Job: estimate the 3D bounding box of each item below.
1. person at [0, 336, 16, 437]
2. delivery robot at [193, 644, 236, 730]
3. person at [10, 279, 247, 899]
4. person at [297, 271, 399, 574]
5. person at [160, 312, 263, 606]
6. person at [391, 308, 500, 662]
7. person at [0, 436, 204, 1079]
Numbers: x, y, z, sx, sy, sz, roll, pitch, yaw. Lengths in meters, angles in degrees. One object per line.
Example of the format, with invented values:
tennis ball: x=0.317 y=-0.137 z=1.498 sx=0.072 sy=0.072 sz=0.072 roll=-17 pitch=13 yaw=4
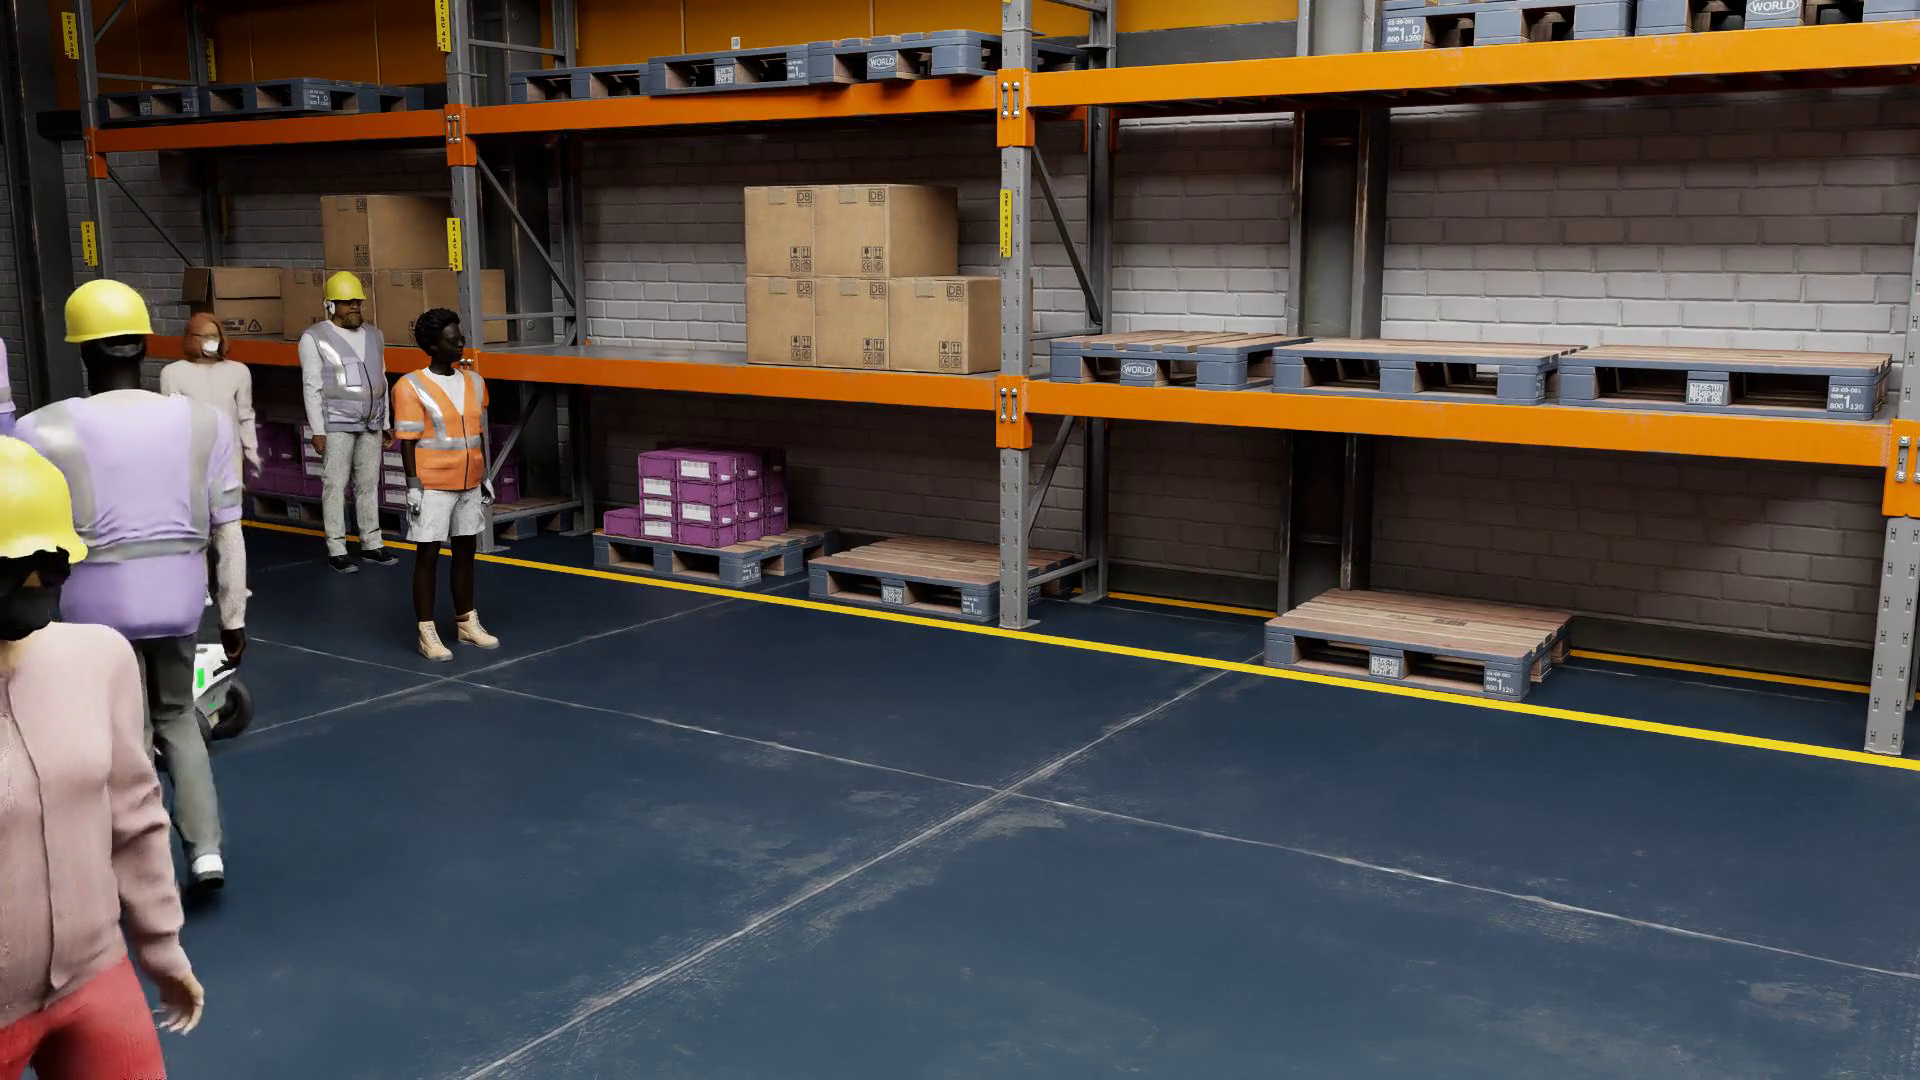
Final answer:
person: x=-4.289 y=-0.250 z=7.005 sx=0.605 sy=2.045 sz=0.377 roll=-4 pitch=11 yaw=-23
delivery robot: x=-3.241 y=0.537 z=6.515 sx=0.707 sy=0.478 sz=0.477 roll=0 pitch=10 yaw=-1
person: x=-2.425 y=0.204 z=4.874 sx=0.432 sy=1.910 sz=0.586 roll=10 pitch=14 yaw=43
person: x=-3.732 y=-0.723 z=10.214 sx=0.404 sy=1.833 sz=0.592 roll=6 pitch=12 yaw=32
person: x=-4.191 y=-0.461 z=9.325 sx=0.307 sy=1.632 sz=0.505 roll=10 pitch=14 yaw=43
person: x=-2.493 y=-0.273 z=8.088 sx=0.318 sy=1.700 sz=0.536 roll=6 pitch=12 yaw=32
person: x=-1.404 y=0.714 z=2.516 sx=0.424 sy=1.750 sz=0.539 roll=5 pitch=11 yaw=24
